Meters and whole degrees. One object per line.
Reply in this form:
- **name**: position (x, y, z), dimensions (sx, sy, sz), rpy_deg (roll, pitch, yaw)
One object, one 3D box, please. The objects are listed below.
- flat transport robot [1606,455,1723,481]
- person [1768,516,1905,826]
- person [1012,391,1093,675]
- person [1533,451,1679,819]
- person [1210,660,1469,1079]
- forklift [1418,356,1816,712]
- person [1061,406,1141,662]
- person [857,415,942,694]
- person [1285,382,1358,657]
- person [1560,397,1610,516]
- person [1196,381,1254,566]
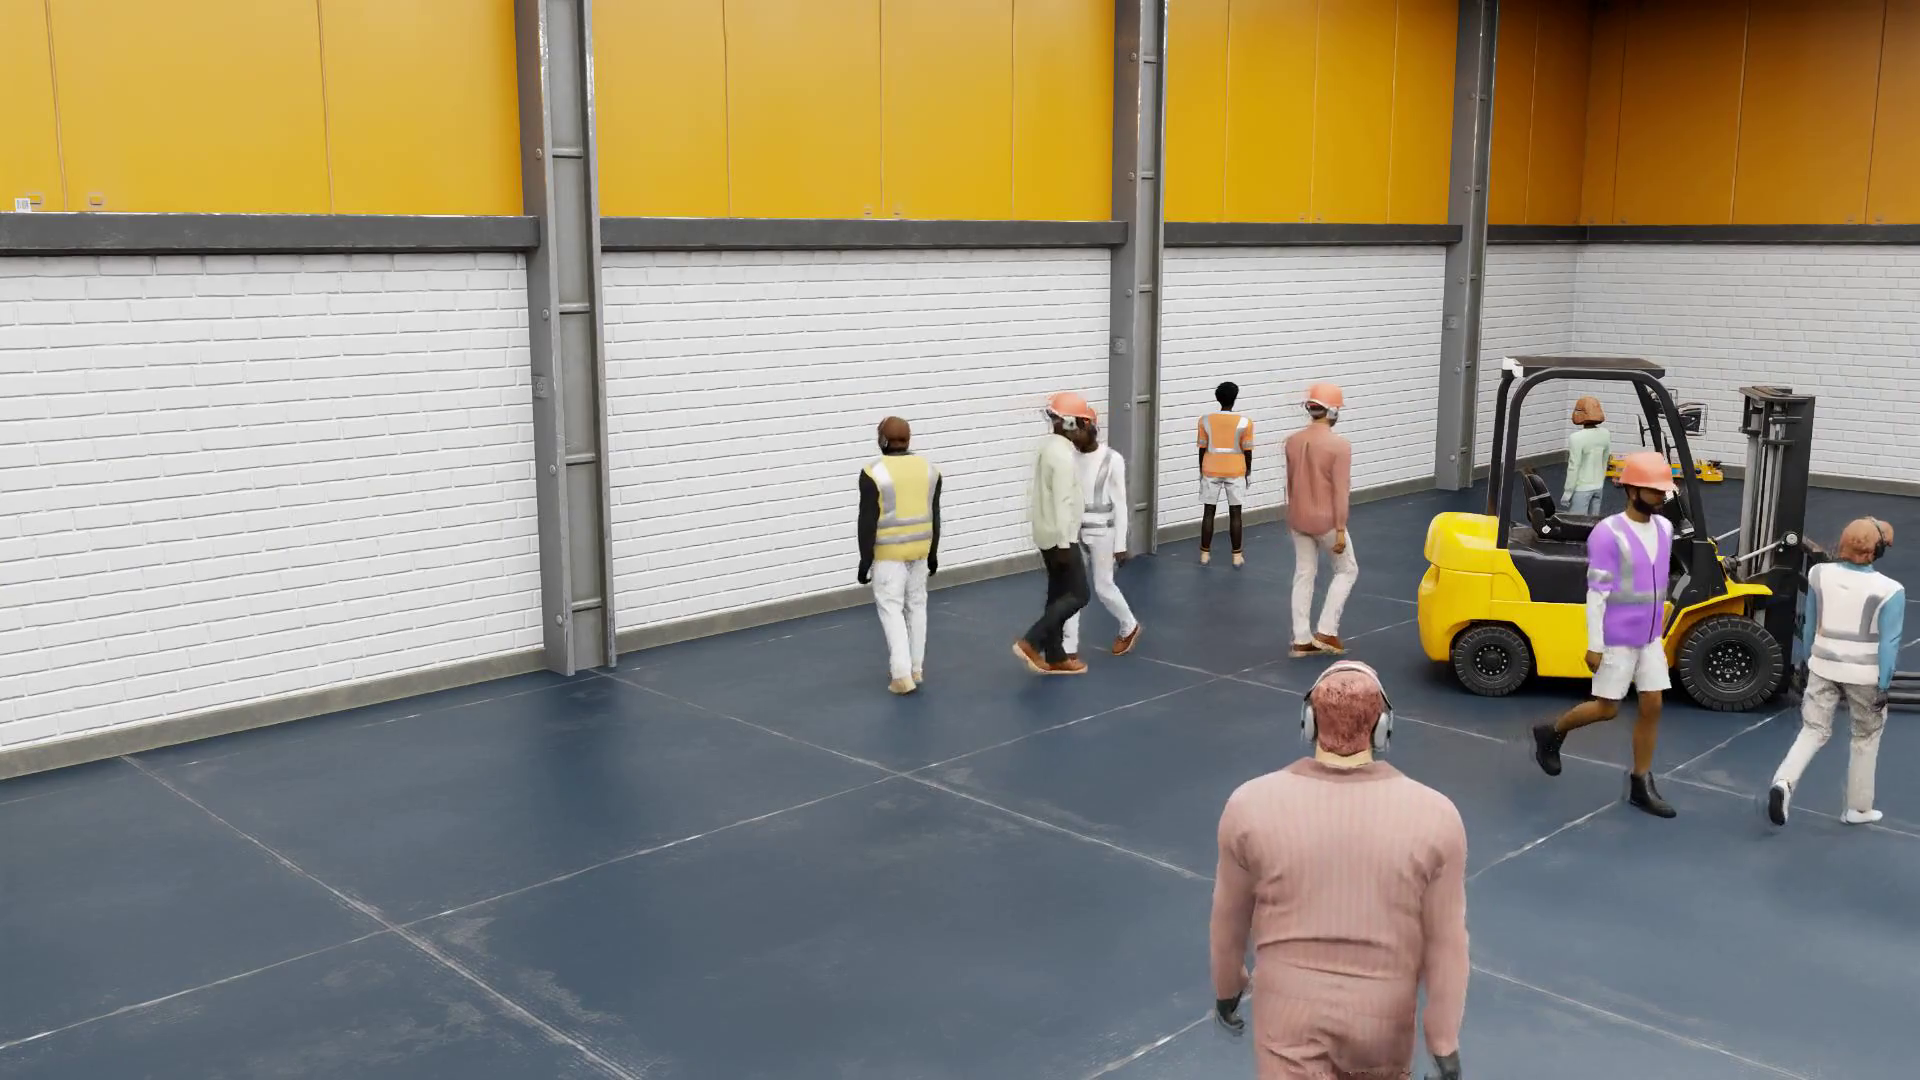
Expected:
- **flat transport robot**: position (8.709, -0.906, 20.715), dimensions (1.431, 0.197, 0.652), rpy_deg (4, 11, 21)
- **person**: position (4.432, 0.682, 8.377), dimensions (0.691, 1.615, 0.517), rpy_deg (-7, 13, -34)
- **person**: position (0.665, -0.025, 11.287), dimensions (0.483, 1.967, 0.616), rpy_deg (-2, 11, -11)
- **person**: position (3.461, 0.463, 8.792), dimensions (0.549, 1.918, 0.764), rpy_deg (-5, 12, -27)
- **person**: position (1.041, 1.238, 4.639), dimensions (0.679, 1.868, 0.906), rpy_deg (2, 11, 13)
- **forklift**: position (4.276, -0.101, 11.076), dimensions (2.313, 2.155, 1.214), rpy_deg (2, 11, 13)
- **person**: position (0.954, -0.038, 11.684), dimensions (0.619, 1.876, 0.728), rpy_deg (9, 14, 42)
- **person**: position (-0.412, 0.091, 11.053), dimensions (0.633, 1.851, 0.444), rpy_deg (-8, 13, -36)
- **person**: position (2.595, -0.141, 11.866), dimensions (0.515, 1.975, 0.631), rpy_deg (-7, 13, -35)
- **person**: position (5.374, -0.416, 14.326), dimensions (0.498, 1.633, 0.285), rpy_deg (-7, 12, -33)
- **person**: position (2.415, -0.602, 15.188), dimensions (0.531, 1.691, 0.321), rpy_deg (3, 11, 18)
